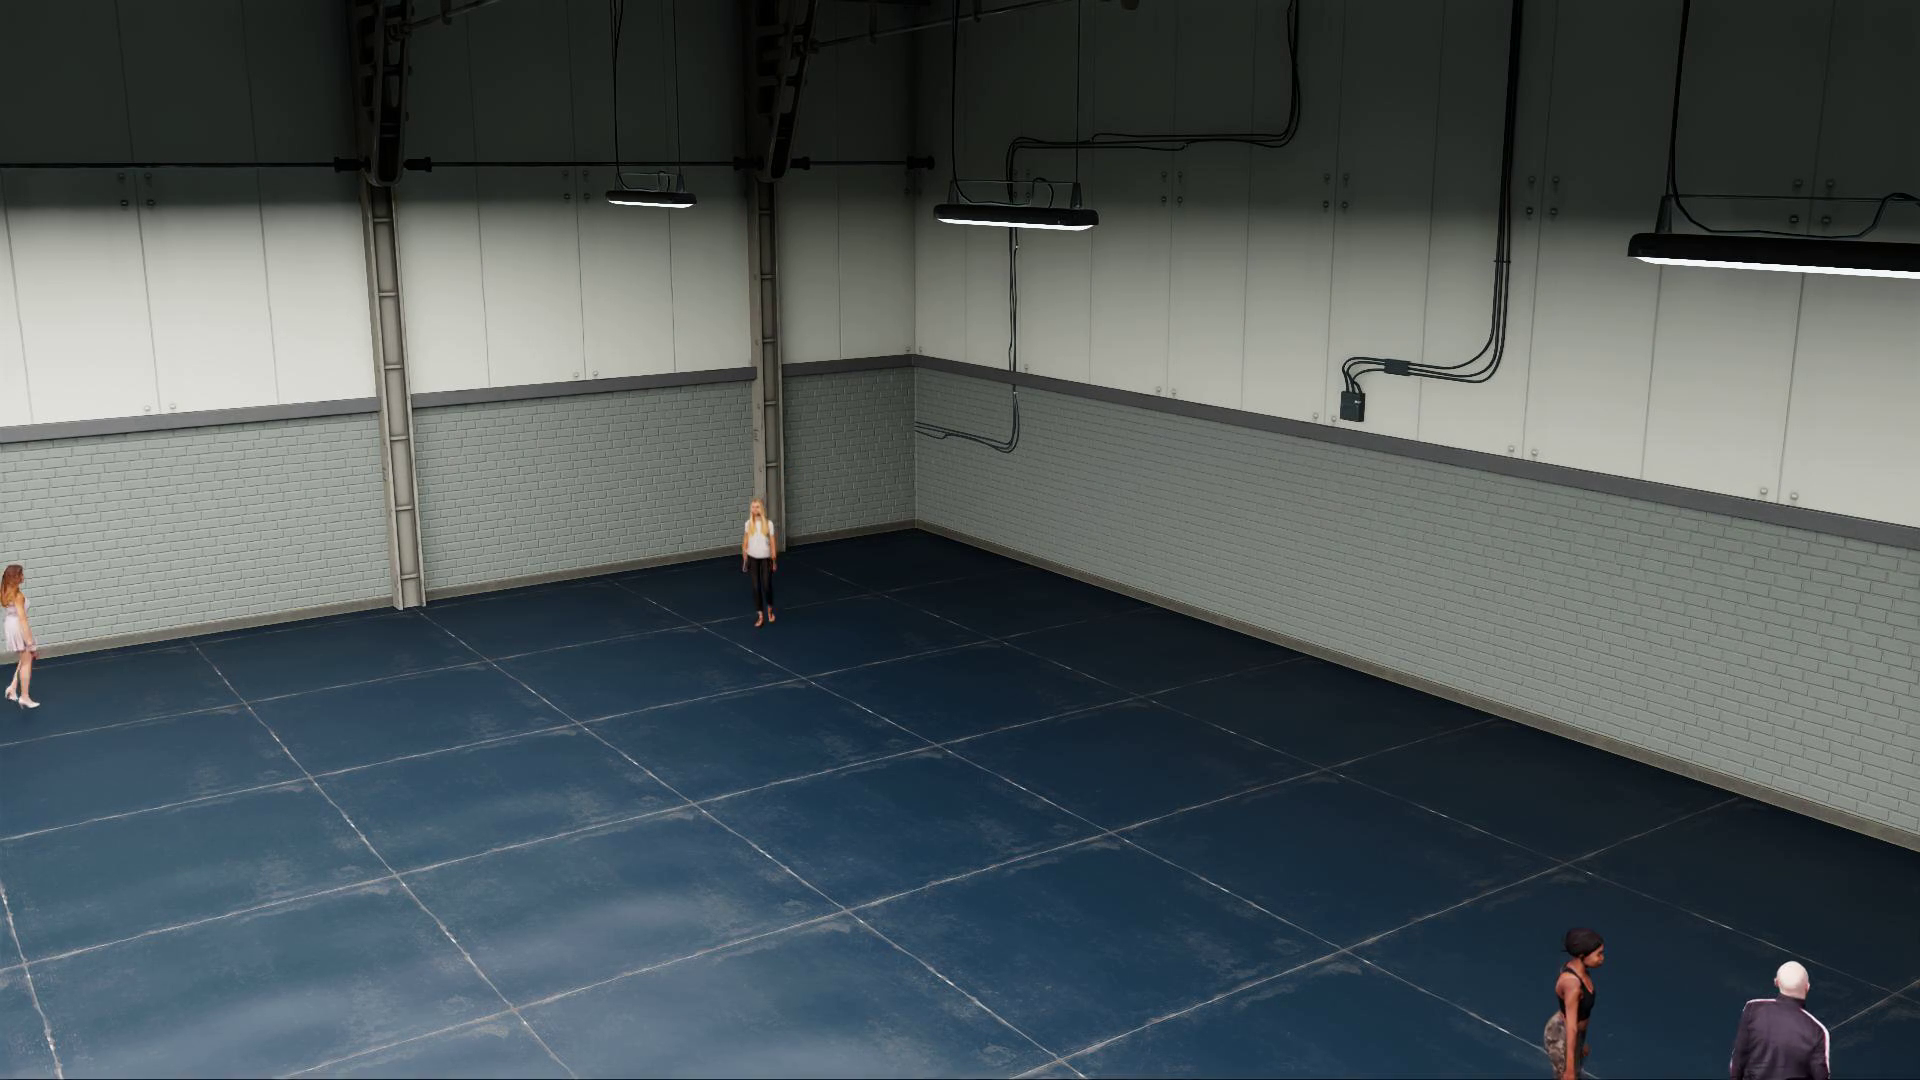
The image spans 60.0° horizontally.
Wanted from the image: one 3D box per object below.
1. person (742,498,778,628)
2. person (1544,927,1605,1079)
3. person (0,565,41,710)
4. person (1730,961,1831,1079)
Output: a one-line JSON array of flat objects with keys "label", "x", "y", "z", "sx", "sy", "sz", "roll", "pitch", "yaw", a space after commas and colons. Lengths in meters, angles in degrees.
[{"label": "person", "x": -2.768, "y": 0.296, "z": 23.171, "sx": 0.760, "sy": 1.817, "sz": 0.826, "roll": 1, "pitch": 13, "yaw": 5}, {"label": "person", "x": 3.900, "y": 3.252, "z": 10.675, "sx": 0.729, "sy": 1.696, "sz": 0.621, "roll": 7, "pitch": 15, "yaw": 27}, {"label": "person", "x": -11.147, "y": 1.166, "z": 19.551, "sx": 0.646, "sy": 1.755, "sz": 0.742, "roll": 12, "pitch": 18, "yaw": 42}, {"label": "person", "x": 4.766, "y": 3.391, "z": 9.808, "sx": 0.692, "sy": 1.816, "sz": 0.750, "roll": -11, "pitch": 17, "yaw": -39}]
